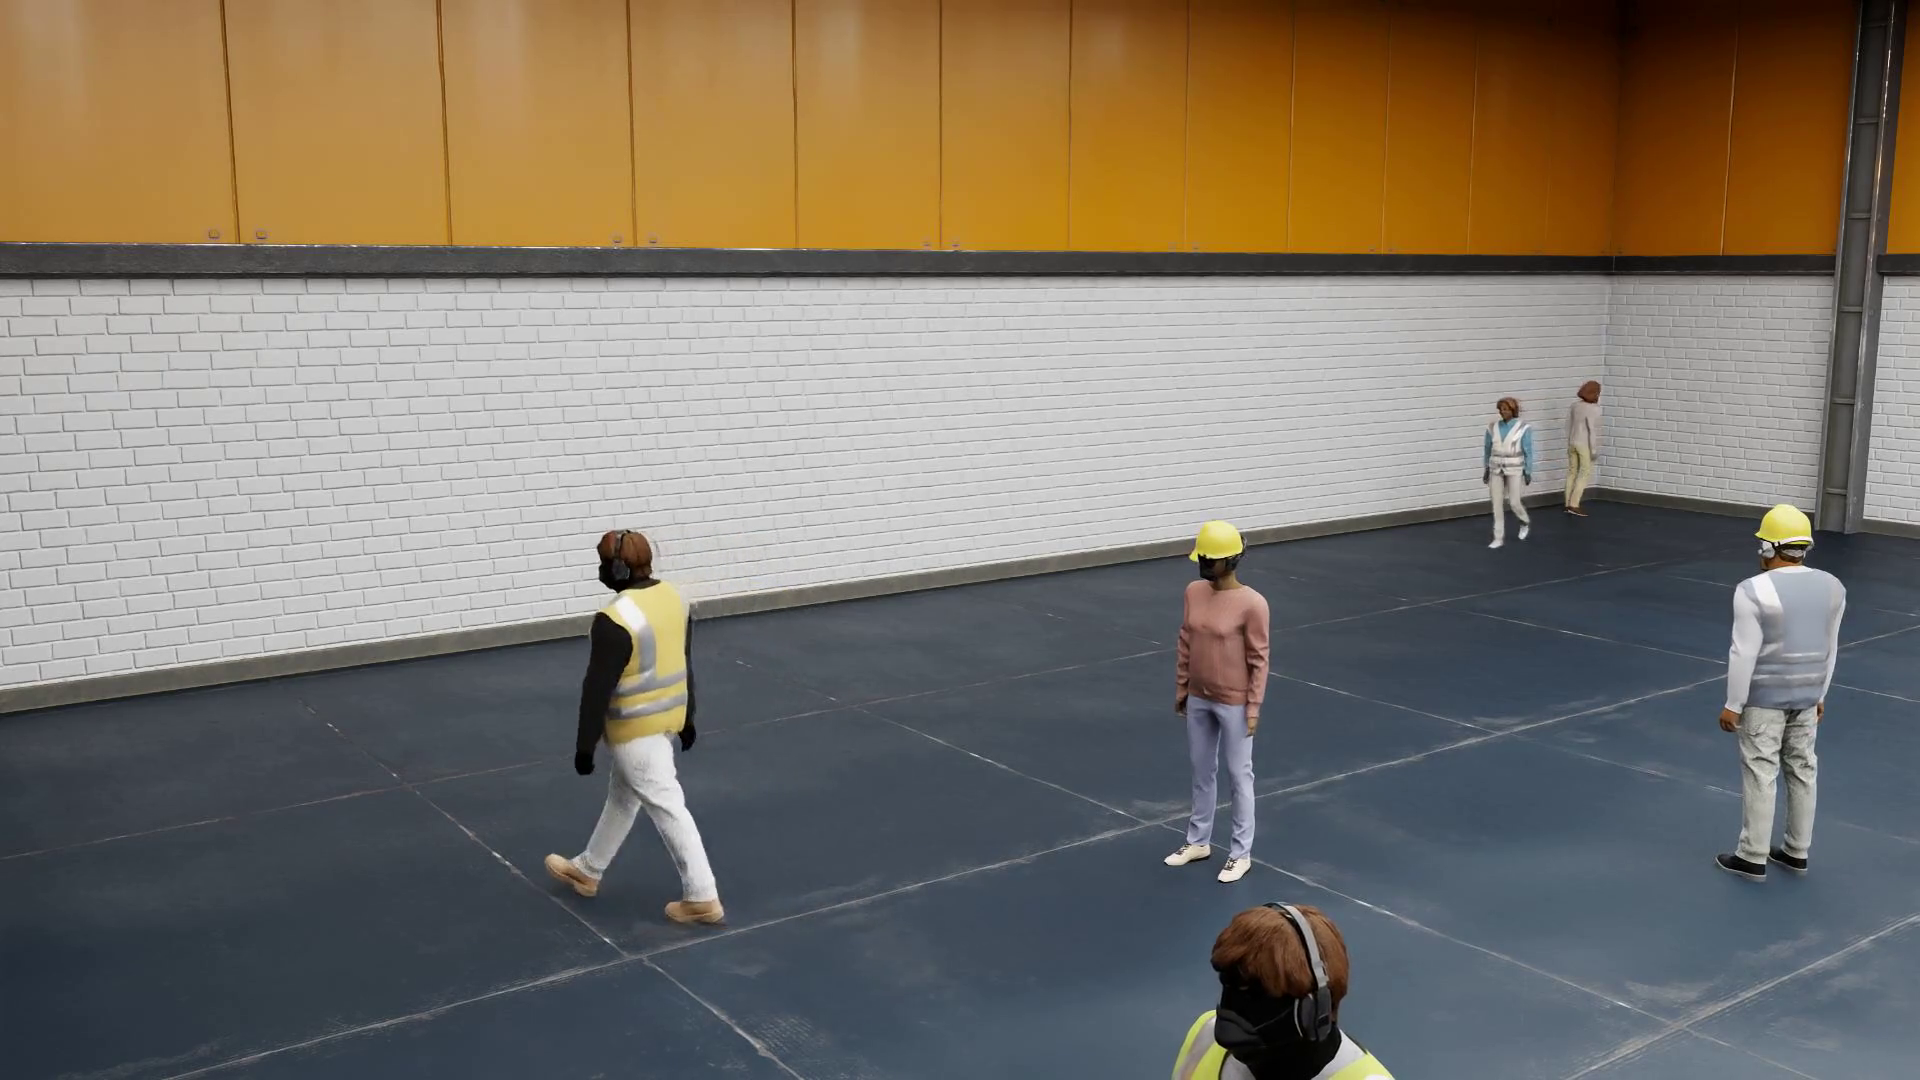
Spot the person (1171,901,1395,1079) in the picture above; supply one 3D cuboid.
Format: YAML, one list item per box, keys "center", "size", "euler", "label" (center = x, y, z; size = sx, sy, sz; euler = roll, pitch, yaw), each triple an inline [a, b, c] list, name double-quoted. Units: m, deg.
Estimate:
- center: [0.565, 1.549, 3.049]
  size: [0.429, 1.844, 0.625]
  euler: [-6, 11, -32]
  label: "person"

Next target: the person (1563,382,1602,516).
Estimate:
- center: [7.540, -1.108, 20.141]
  size: [0.350, 1.615, 0.560]
  euler: [-2, 9, -10]
  label: "person"

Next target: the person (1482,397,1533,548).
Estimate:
- center: [5.869, -0.724, 17.729]
  size: [0.493, 1.629, 0.522]
  euler: [-9, 13, -44]
  label: "person"

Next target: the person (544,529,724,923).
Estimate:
- center: [-1.505, 0.841, 7.561]
  size: [1.012, 1.786, 0.642]
  euler: [3, 10, 19]
  label: "person"

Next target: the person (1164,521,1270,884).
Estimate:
- center: [1.248, 0.776, 8.069]
  size: [0.328, 1.761, 0.523]
  euler: [-8, 12, -41]
  label: "person"

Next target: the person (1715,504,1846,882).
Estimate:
- center: [3.945, 0.740, 8.055]
  size: [0.591, 1.834, 0.404]
  euler: [-2, 9, -14]
  label: "person"
